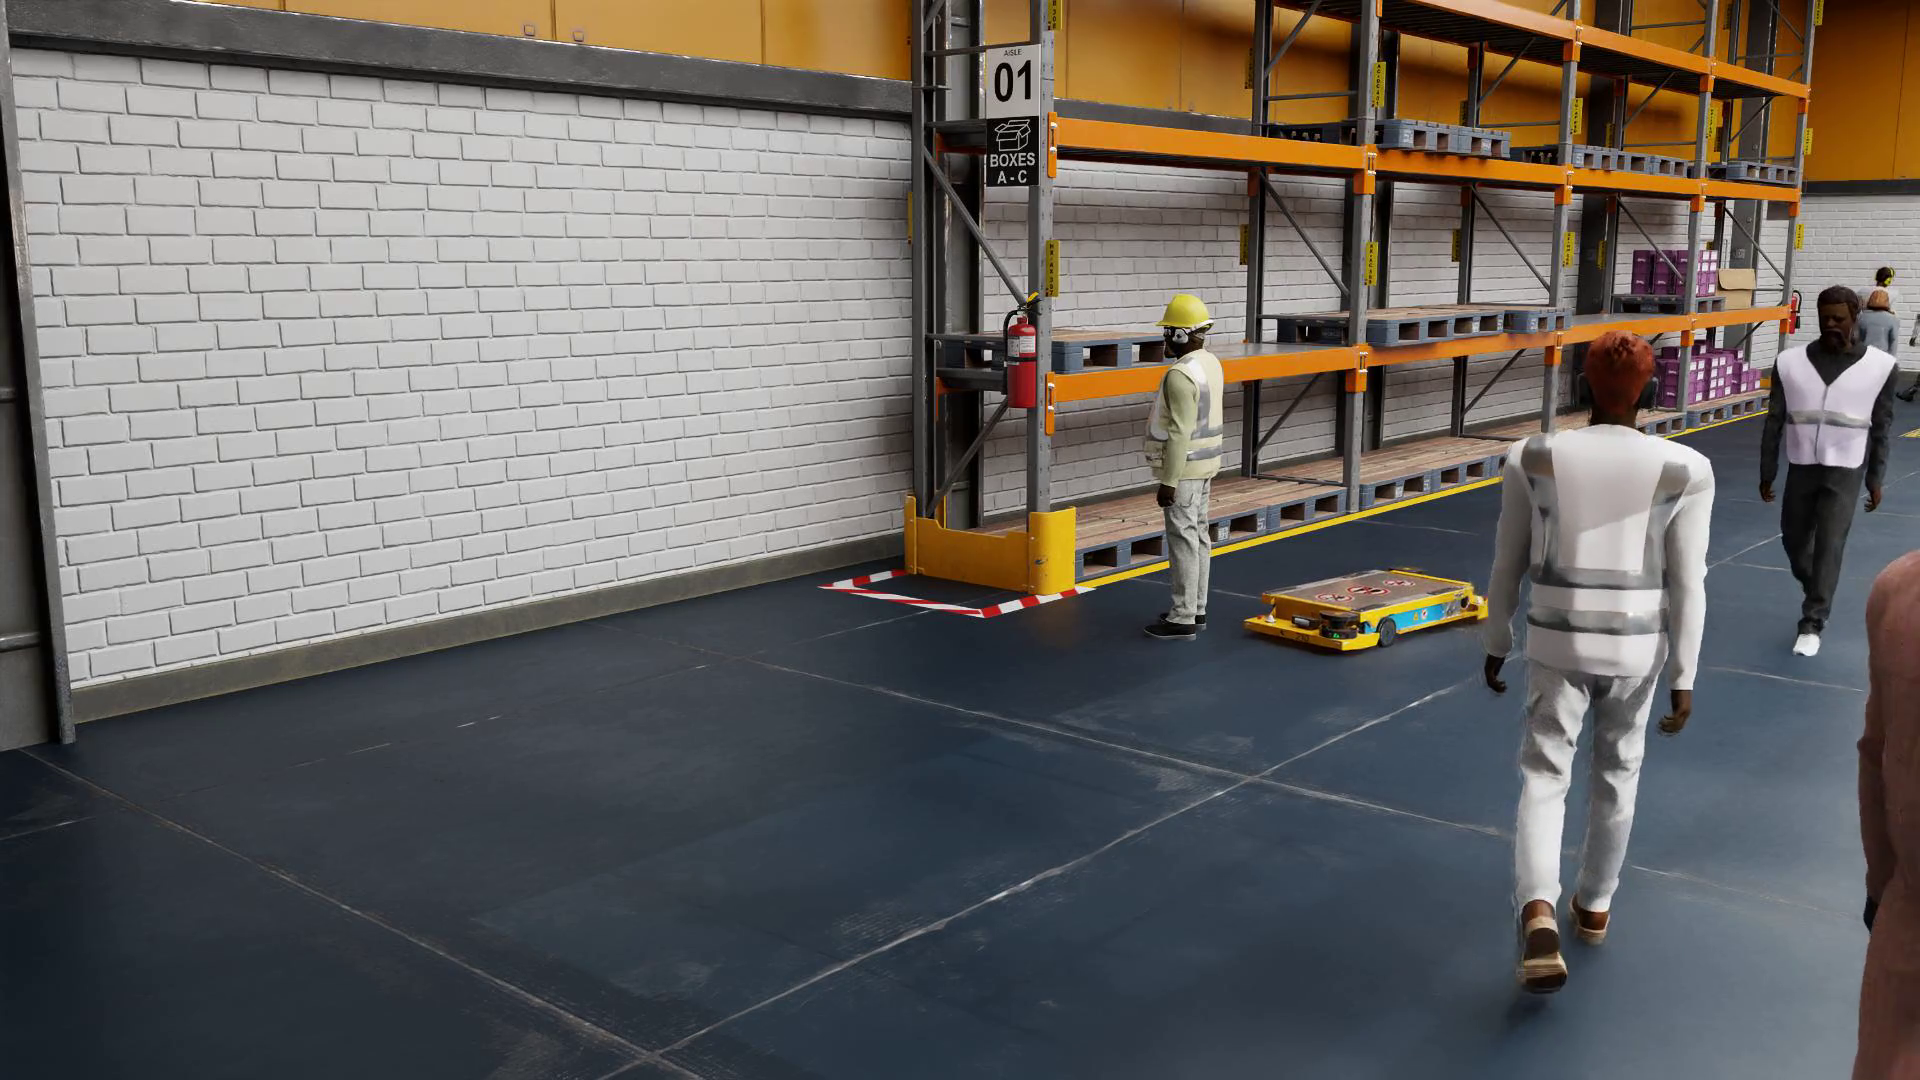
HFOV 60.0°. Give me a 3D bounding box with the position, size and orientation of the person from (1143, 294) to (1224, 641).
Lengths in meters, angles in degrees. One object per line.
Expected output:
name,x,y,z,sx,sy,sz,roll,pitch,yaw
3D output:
person,1.184,-0.383,8.854,0.404,1.833,0.590,4,11,23

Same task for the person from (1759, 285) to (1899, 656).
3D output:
person,4.517,-0.380,8.683,0.596,1.893,0.783,8,13,37

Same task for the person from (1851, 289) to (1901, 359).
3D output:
person,10.506,-2.082,19.158,0.499,1.611,0.742,6,12,31

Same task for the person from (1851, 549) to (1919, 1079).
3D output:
person,1.836,0.667,2.861,1.029,1.843,0.704,-6,11,-29

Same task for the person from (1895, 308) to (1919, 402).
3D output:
person,13.153,-2.780,22.426,1.037,1.868,0.571,-2,10,-9

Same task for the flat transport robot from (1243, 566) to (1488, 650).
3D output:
flat transport robot,2.266,0.357,9.086,1.431,0.197,0.652,-8,13,-40

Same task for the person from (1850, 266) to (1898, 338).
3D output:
person,12.353,-2.777,22.525,0.549,1.827,0.732,6,11,29

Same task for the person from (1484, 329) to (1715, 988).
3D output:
person,1.791,0.334,4.723,0.591,1.856,0.854,4,11,20
